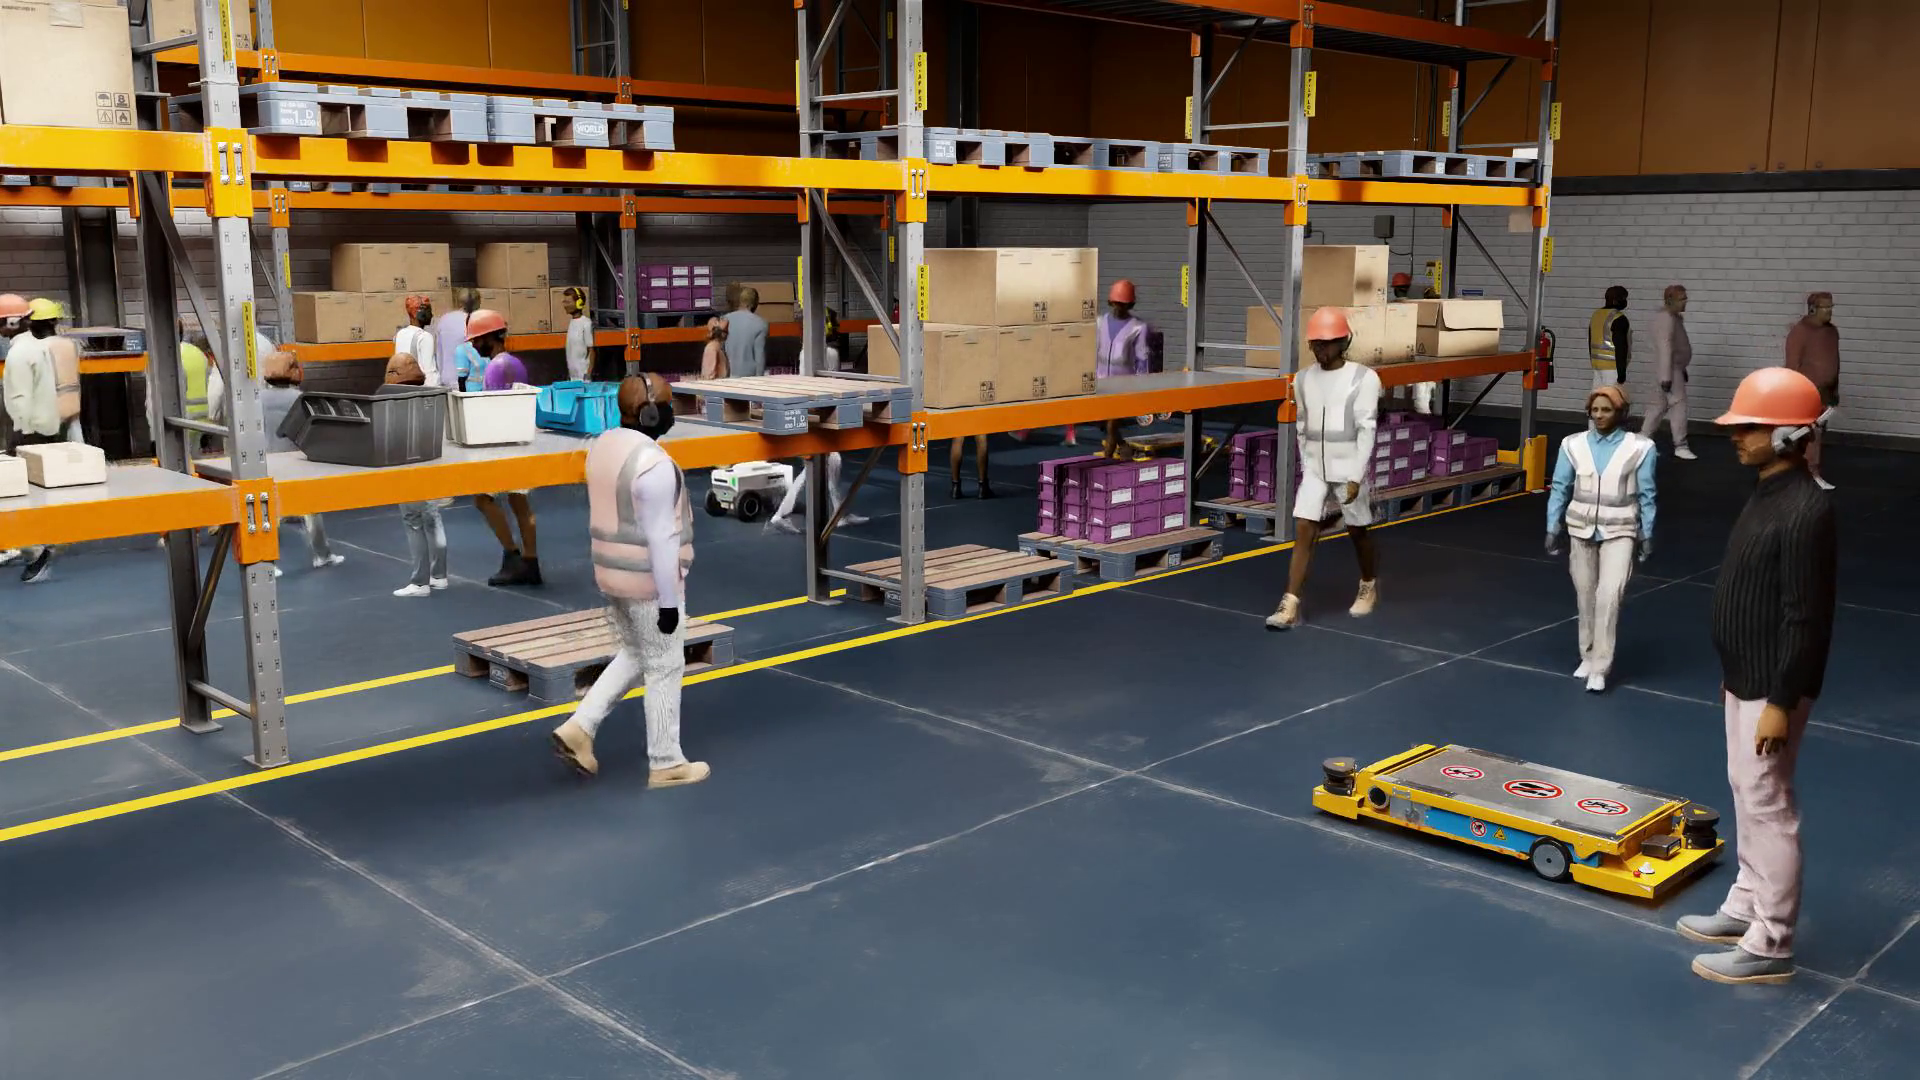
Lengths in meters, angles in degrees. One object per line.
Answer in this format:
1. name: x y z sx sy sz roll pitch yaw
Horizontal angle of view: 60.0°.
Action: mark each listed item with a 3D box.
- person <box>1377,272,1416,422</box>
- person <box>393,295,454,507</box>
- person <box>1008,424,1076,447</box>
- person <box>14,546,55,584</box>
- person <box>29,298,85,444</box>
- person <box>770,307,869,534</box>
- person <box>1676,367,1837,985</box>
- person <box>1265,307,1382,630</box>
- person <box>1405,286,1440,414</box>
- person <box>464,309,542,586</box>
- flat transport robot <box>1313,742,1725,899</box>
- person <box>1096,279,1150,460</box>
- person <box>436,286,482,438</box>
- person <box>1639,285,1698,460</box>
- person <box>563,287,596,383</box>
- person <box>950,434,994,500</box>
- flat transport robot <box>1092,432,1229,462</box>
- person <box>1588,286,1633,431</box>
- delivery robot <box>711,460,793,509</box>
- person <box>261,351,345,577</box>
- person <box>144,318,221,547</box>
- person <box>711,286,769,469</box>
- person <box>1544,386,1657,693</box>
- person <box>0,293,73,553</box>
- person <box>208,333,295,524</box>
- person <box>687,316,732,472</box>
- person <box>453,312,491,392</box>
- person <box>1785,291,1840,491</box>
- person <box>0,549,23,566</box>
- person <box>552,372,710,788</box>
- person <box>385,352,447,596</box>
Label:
1. person: 5.659 -2.468 21.400 0.551 1.932 0.386 -2 11 -13
2. person: -4.798 -1.232 14.790 0.585 1.882 0.337 10 14 42
3. person: 0.984 -1.923 19.028 0.541 1.718 0.922 -9 14 -41
4. person: -6.642 -0.529 11.187 0.598 1.805 0.833 9 14 41
5. person: -7.542 -1.085 13.979 0.945 1.893 0.594 1 10 7
6. person: -1.168 -0.967 13.515 0.938 1.834 0.502 -6 12 -31
7. person: 2.580 0.439 5.378 0.398 1.991 0.619 3 11 14
8. person: 2.307 -0.443 10.256 0.611 1.982 1.081 9 14 40
9. person: 5.238 -1.907 18.592 0.526 1.841 0.817 -3 11 -15
10. person: -3.122 -0.624 11.419 0.514 1.899 0.578 1 10 5
11. flat transport robot: 2.201 1.069 6.644 0.652 0.197 1.431 -10 14 -44
12. person: 1.542 -1.526 16.079 0.692 1.999 0.820 7 12 33
13. person: -4.870 -1.572 16.613 0.649 1.892 0.935 8 13 37
14. person: 7.670 -1.808 17.984 0.662 1.874 0.718 3 11 18
15. person: -3.977 -1.693 17.352 0.324 1.867 0.553 -7 13 -35
16. person: 0.090 -1.328 15.167 0.550 1.937 0.357 1 10 7
17. flat transport robot: 2.169 -0.999 17.921 1.431 0.197 0.652 -8 13 -38
18. person: 7.350 -1.944 18.787 0.429 1.842 0.634 -2 11 -9
19. delivery robot: -1.775 -0.516 14.254 0.477 0.478 0.707 10 14 42
20. person: -4.781 -0.545 11.842 0.510 1.592 0.776 2 11 12
21. person: -5.993 -0.835 12.797 0.482 1.827 0.626 1 10 6
22. person: -2.298 -1.681 17.249 0.650 1.896 1.013 4 11 19
23. person: 3.365 -0.002 8.826 0.541 1.610 0.736 8 13 37
24. person: -6.945 -0.854 12.479 0.508 1.980 0.631 -2 11 -12
25. person: -5.975 -1.071 13.917 0.982 1.890 0.640 1 10 8
26. person: -2.468 -1.396 16.402 0.578 1.617 0.525 -1 10 -4
27. person: -4.550 -1.319 15.778 0.318 1.697 0.533 6 12 29
28. person: 8.124 -1.445 15.963 0.649 1.880 0.772 -7 12 -33
29. person: -7.027 -0.664 11.694 0.973 1.874 0.593 -9 14 -41
30. person: -1.417 0.193 7.158 0.572 1.831 0.637 -8 13 -37
31. person: -3.662 -0.436 11.135 0.282 1.631 0.503 3 11 17
